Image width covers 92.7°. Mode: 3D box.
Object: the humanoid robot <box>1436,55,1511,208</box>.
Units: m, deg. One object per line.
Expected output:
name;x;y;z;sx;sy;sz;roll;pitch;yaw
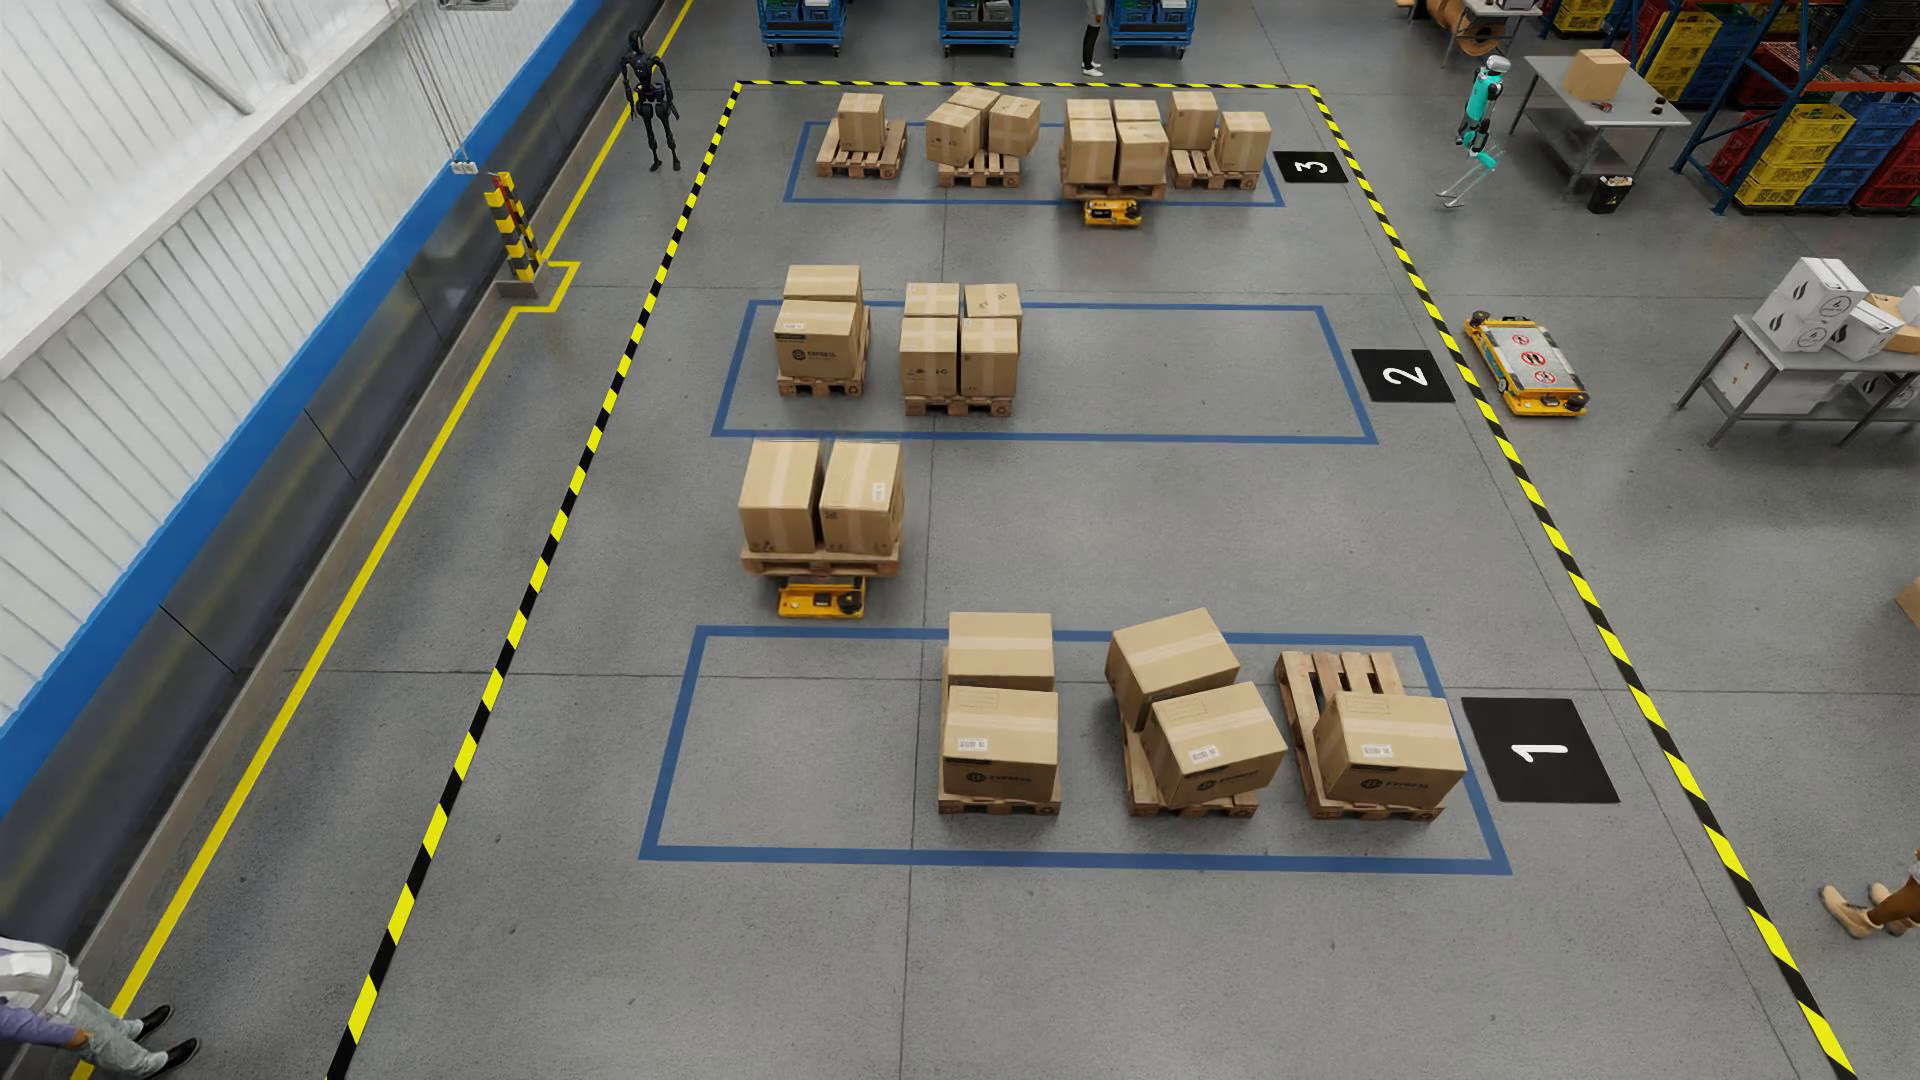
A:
humanoid robot;6.042;-4.651;10.499;0.735;1.677;0.533;0;49;0

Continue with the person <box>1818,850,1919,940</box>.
person;5.564;1.654;4.929;0.607;2.044;0.390;1;49;1

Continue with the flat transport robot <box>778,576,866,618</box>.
flat transport robot;-1.069;0.011;7.506;0.652;0.197;1.431;1;49;1

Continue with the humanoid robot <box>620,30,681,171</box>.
humanoid robot;-3.769;-5.360;11.231;0.599;1.657;0.315;-1;49;-1

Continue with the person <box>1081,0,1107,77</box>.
person;1.981;-7.666;13.121;0.377;1.852;0.589;1;49;1

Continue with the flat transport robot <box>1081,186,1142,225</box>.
flat transport robot;1.831;-4.340;11.272;0.652;0.197;1.431;1;49;1

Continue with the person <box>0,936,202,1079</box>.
person;-4.548;2.269;4.534;0.594;1.831;0.403;30;55;23

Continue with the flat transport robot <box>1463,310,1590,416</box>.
flat transport robot;5.573;-1.757;9.054;0.659;0.231;1.431;1;49;1
